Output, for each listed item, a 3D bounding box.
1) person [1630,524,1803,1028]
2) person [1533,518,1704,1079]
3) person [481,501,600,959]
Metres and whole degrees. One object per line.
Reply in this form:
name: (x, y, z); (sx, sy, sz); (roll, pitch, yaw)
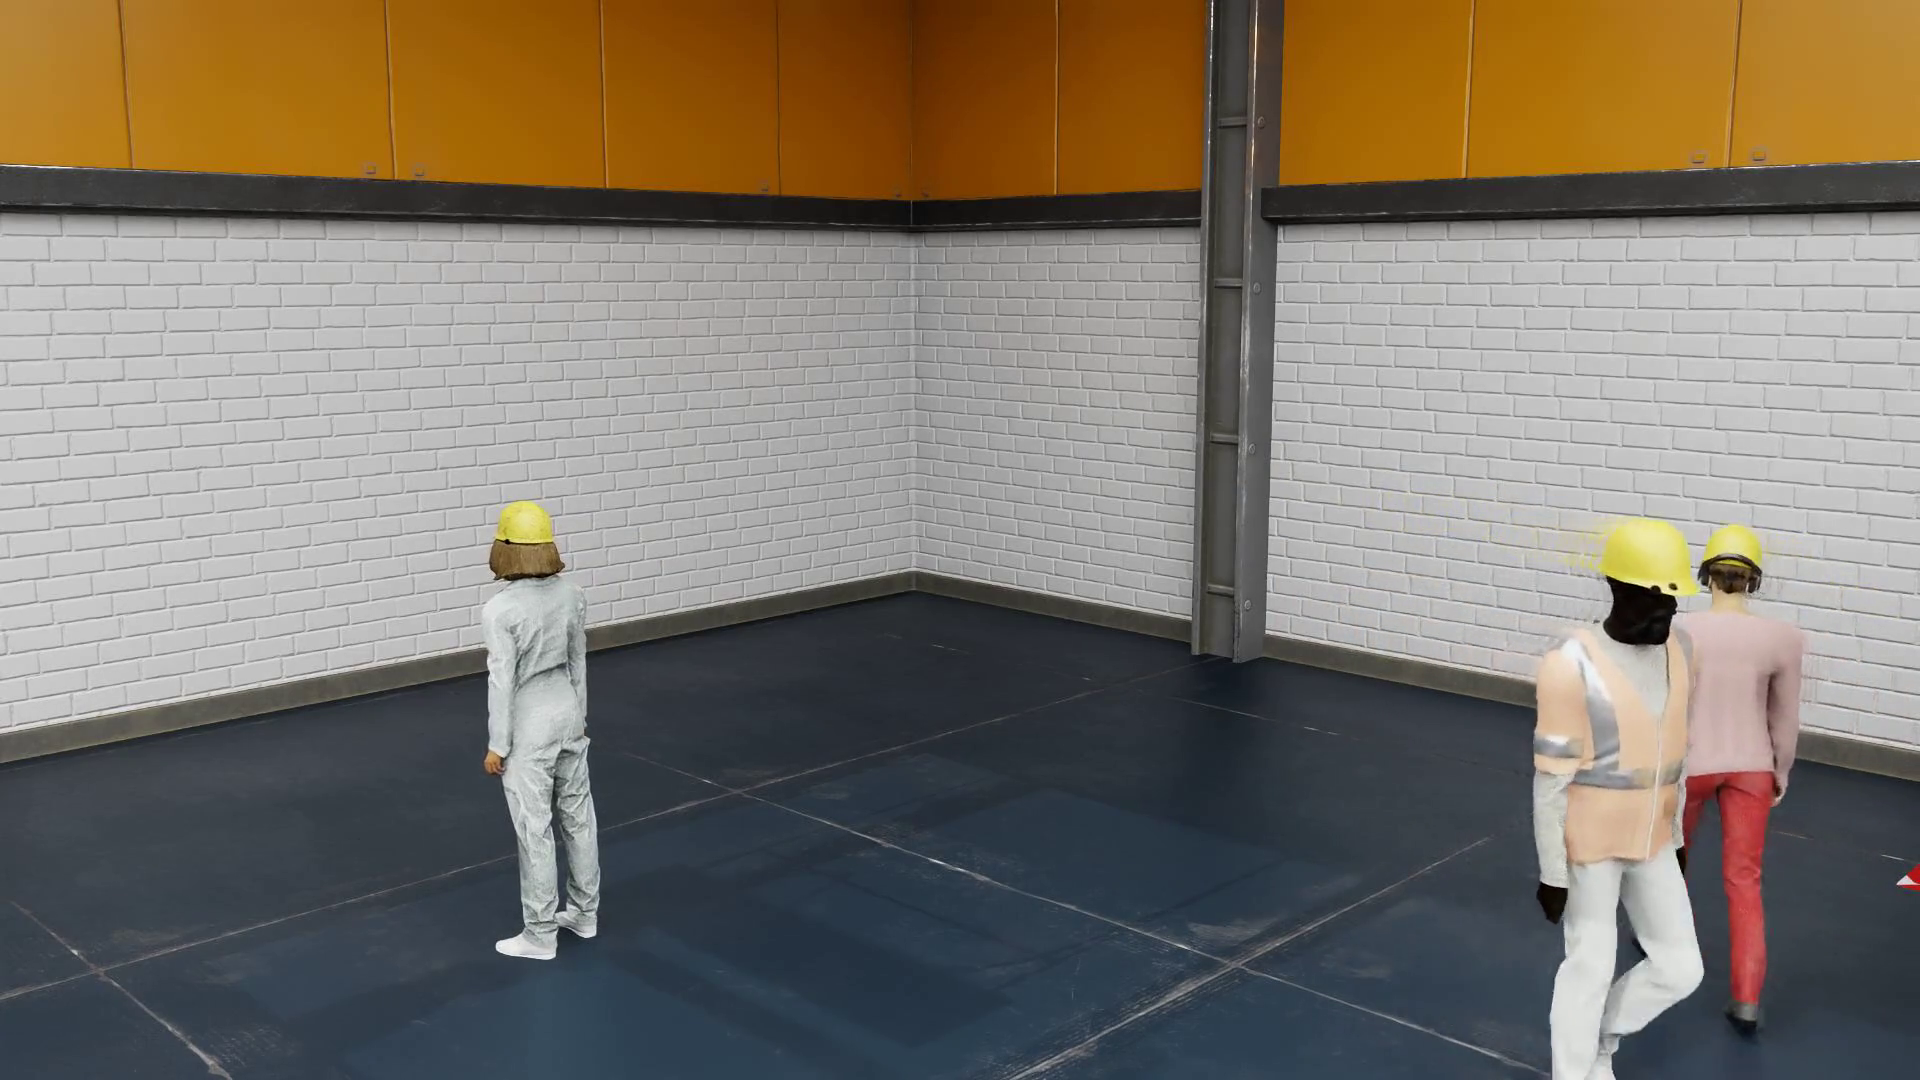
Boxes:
person: (2.697, 0.802, 5.922); (0.540, 1.710, 0.920); (2, 9, 10)
person: (1.926, 0.874, 4.845); (0.617, 1.906, 0.422); (-4, 10, -25)
person: (-1.616, 0.717, 6.323); (0.312, 1.744, 0.487); (6, 11, 32)
